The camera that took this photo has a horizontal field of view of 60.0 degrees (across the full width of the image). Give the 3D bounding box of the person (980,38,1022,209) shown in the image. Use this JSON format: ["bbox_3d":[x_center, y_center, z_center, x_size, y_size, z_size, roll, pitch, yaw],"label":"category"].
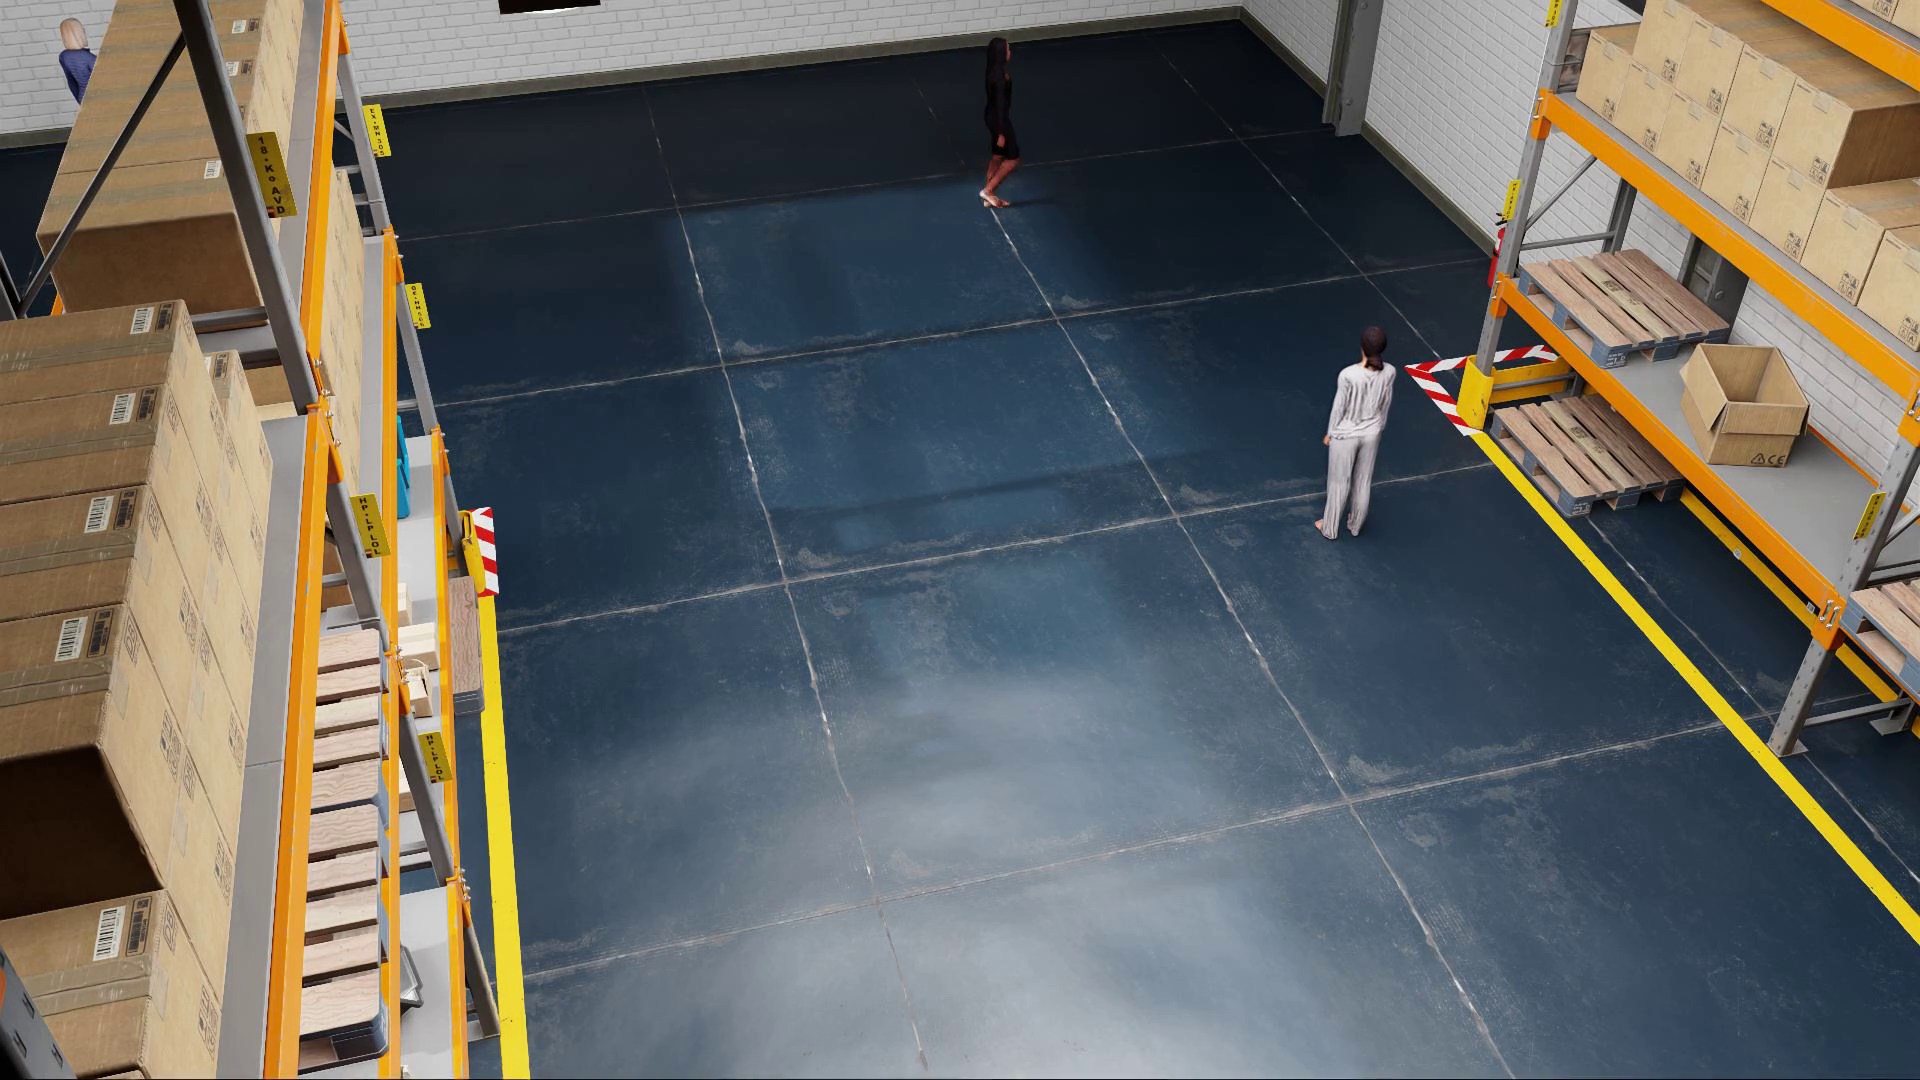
[{"bbox_3d":[0.285,-3.971,15.987,0.749,1.706,0.621,-2,39,-2],"label":"person"}]

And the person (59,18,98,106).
[{"bbox_3d":[-8.460,-4.236,16.361,0.726,1.654,0.739,12,40,14],"label":"person"}]

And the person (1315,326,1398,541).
[{"bbox_3d":[2.846,-0.756,11.907,0.598,1.774,0.554,-6,39,-8],"label":"person"}]
